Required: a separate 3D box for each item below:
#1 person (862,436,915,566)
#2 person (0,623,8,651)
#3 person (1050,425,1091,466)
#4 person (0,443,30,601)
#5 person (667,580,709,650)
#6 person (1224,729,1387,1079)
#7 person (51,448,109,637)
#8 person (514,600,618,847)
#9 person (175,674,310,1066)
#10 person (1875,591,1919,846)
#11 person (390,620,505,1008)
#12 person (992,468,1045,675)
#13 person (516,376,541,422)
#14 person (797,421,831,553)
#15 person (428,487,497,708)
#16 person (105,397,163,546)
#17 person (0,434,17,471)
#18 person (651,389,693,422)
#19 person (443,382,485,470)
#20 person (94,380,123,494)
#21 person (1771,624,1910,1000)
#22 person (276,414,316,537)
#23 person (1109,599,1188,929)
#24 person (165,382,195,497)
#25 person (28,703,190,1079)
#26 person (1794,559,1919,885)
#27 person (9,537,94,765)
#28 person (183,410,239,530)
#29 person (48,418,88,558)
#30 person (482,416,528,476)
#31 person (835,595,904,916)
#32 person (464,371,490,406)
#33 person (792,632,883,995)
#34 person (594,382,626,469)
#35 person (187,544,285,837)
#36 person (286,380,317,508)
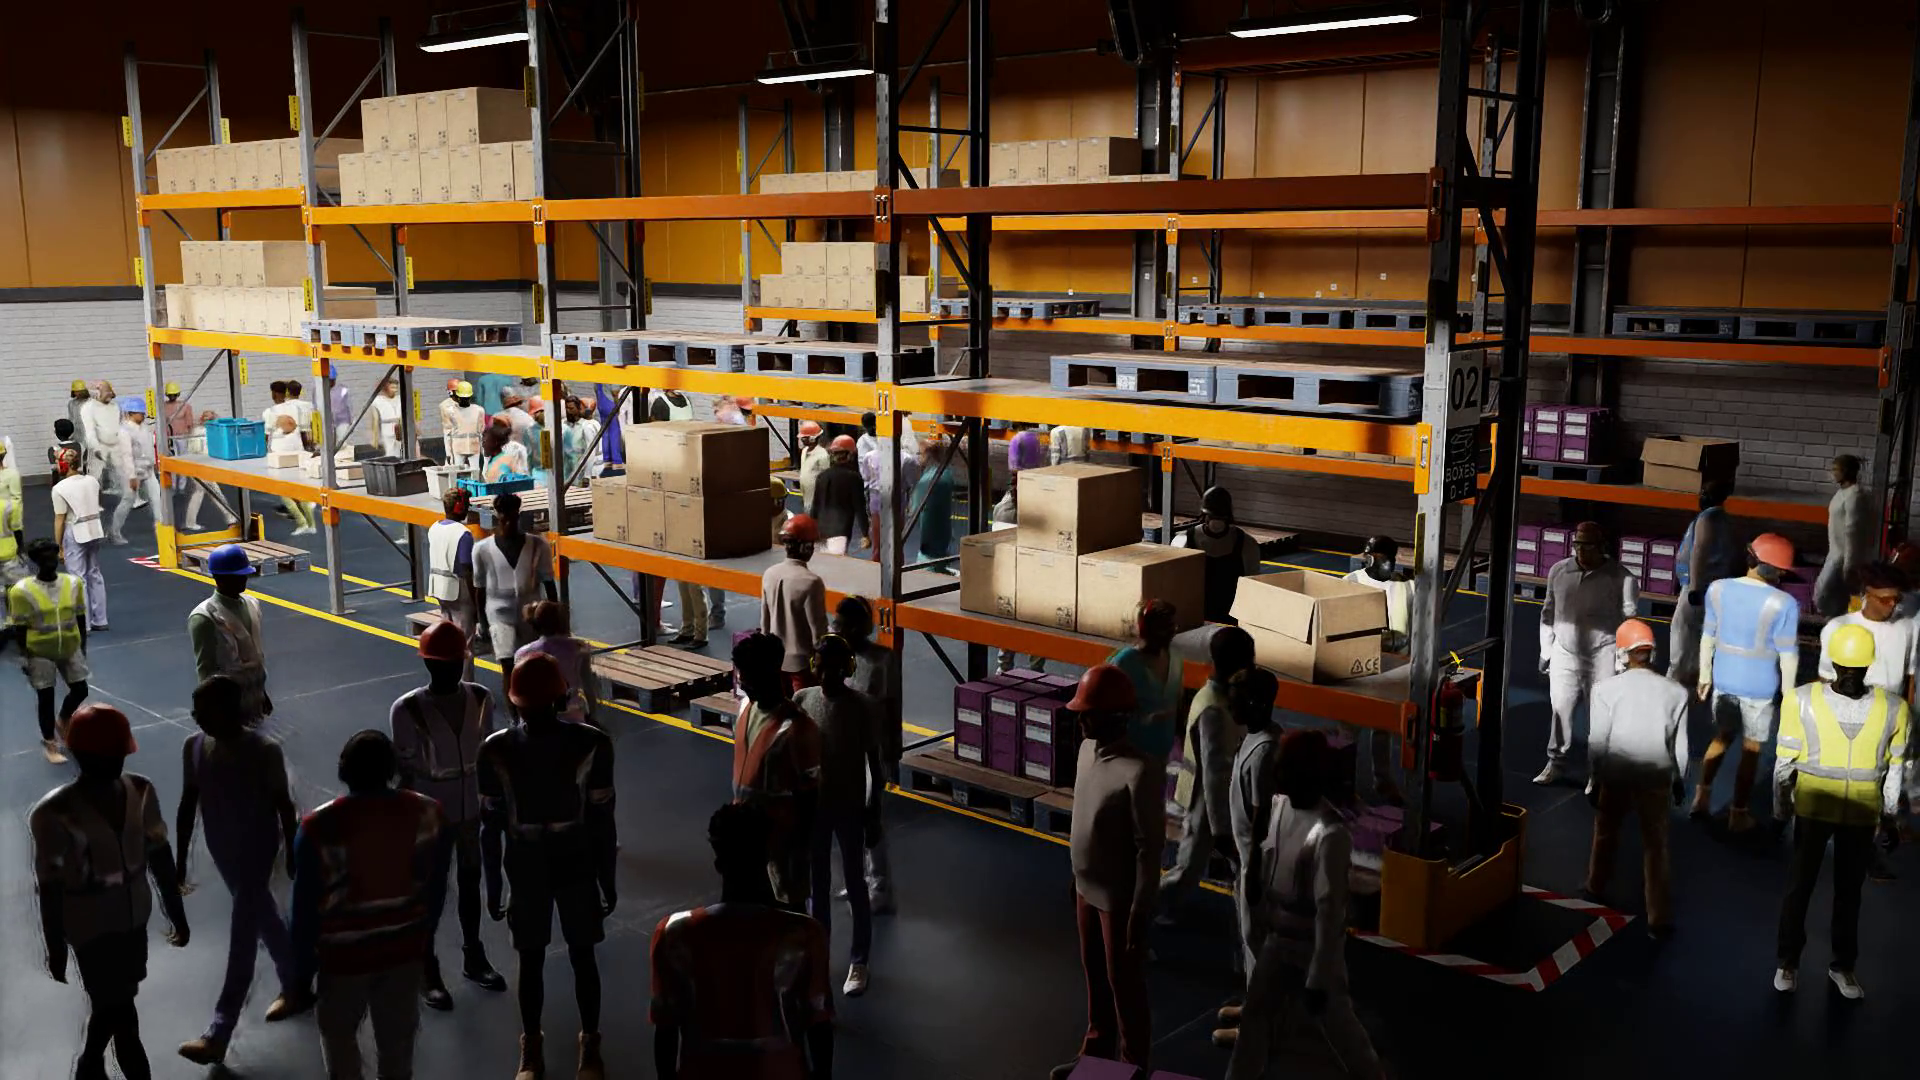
[{"bbox_3d":[-0.770,-0.319,17.848,0.585,1.917,0.382,0,10,-1],"label":"person"},{"bbox_3d":[-9.153,0.206,15.155,0.682,1.817,0.593,1,10,6],"label":"person"},{"bbox_3d":[1.344,-0.808,20.578,0.589,1.927,0.388,-7,12,-33],"label":"person"},{"bbox_3d":[-10.133,-0.194,17.591,0.524,1.759,0.338,3,10,14],"label":"person"},{"bbox_3d":[-2.563,0.150,15.642,0.319,1.755,0.571,-7,12,-36],"label":"person"},{"bbox_3d":[1.423,1.667,6.867,1.006,1.835,0.591,-3,10,-17],"label":"person"},{"bbox_3d":[-8.519,0.027,16.111,0.387,1.838,0.562,2,10,11],"label":"person"},{"bbox_3d":[-2.480,1.169,10.349,0.565,1.597,0.594,-7,12,-35],"label":"person"},{"bbox_3d":[-3.440,1.513,7.827,0.505,1.787,0.993,3,11,19],"label":"person"},{"bbox_3d":[6.109,1.011,10.327,0.644,1.913,0.741,-5,11,-26],"label":"person"},{"bbox_3d":[-2.548,1.358,8.333,0.411,1.941,0.548,10,14,44],"label":"person"},{"bbox_3d":[0.513,0.333,14.190,0.638,1.909,0.408,5,11,28],"label":"person"},{"bbox_3d":[-7.267,-2.053,28.187,0.491,1.729,0.324,0,10,-3],"label":"person"},{"bbox_3d":[-1.719,-0.521,19.458,0.339,1.748,0.563,-6,12,-33],"label":"person"},{"bbox_3d":[-4.091,0.487,13.511,0.564,1.838,0.390,9,13,40],"label":"person"},{"bbox_3d":[-10.358,-0.844,20.906,1.018,1.898,0.622,2,10,9],"label":"person"},{"bbox_3d":[-11.433,-0.603,19.612,0.580,1.862,0.618,-5,11,-25],"label":"person"},{"bbox_3d":[-3.979,-1.372,23.448,0.537,2.000,0.687,8,13,37],"label":"person"},{"bbox_3d":[-6.834,-1.236,23.028,0.584,1.918,0.381,-6,12,-32],"label":"person"},{"bbox_3d":[-13.014,-1.574,25.471,0.347,1.738,0.487,3,10,17],"label":"person"},{"bbox_3d":[4.401,1.356,8.344,0.595,1.925,0.375,2,10,14],"label":"person"},{"bbox_3d":[-8.650,-0.837,21.638,0.401,1.619,0.567,-2,10,-11],"label":"person"},{"bbox_3d":[1.109,1.236,9.279,0.682,1.823,0.578,10,14,44],"label":"person"},{"bbox_3d":[-11.810,-1.505,25.036,0.540,1.732,0.754,-4,11,-23],"label":"person"},{"bbox_3d":[-3.580,1.606,7.055,0.902,1.892,0.560,5,11,25],"label":"person"},{"bbox_3d":[5.473,1.036,10.164,0.605,1.933,0.906,-2,10,-9],"label":"person"},{"bbox_3d":[-6.657,0.801,12.187,0.415,1.686,0.539,8,13,39],"label":"person"},{"bbox_3d":[-10.032,-0.937,22.237,0.851,1.584,0.520,-8,13,-38],"label":"person"},{"bbox_3d":[-10.823,-0.631,20.229,0.321,1.697,0.533,4,11,20],"label":"person"},{"bbox_3d":[-5.137,-0.463,18.755,0.575,1.884,0.355,4,11,20],"label":"person"},{"bbox_3d":[-0.544,1.212,9.441,0.553,1.840,0.563,8,13,38],"label":"person"},{"bbox_3d":[-8.916,-2.580,30.721,0.662,1.894,0.403,6,12,31],"label":"person"},{"bbox_3d":[-0.640,1.374,8.444,0.510,1.860,0.333,4,11,19],"label":"person"},{"bbox_3d":[-5.878,-2.227,28.285,0.537,2.000,0.689,-9,13,-40],"label":"person"},{"bbox_3d":[-4.528,0.982,10.401,0.391,1.948,0.605,1,10,8],"label":"person"},{"bbox_3d":[-9.521,-1.366,23.902,0.538,1.869,0.313,-8,13,-40],"label":"person"}]
